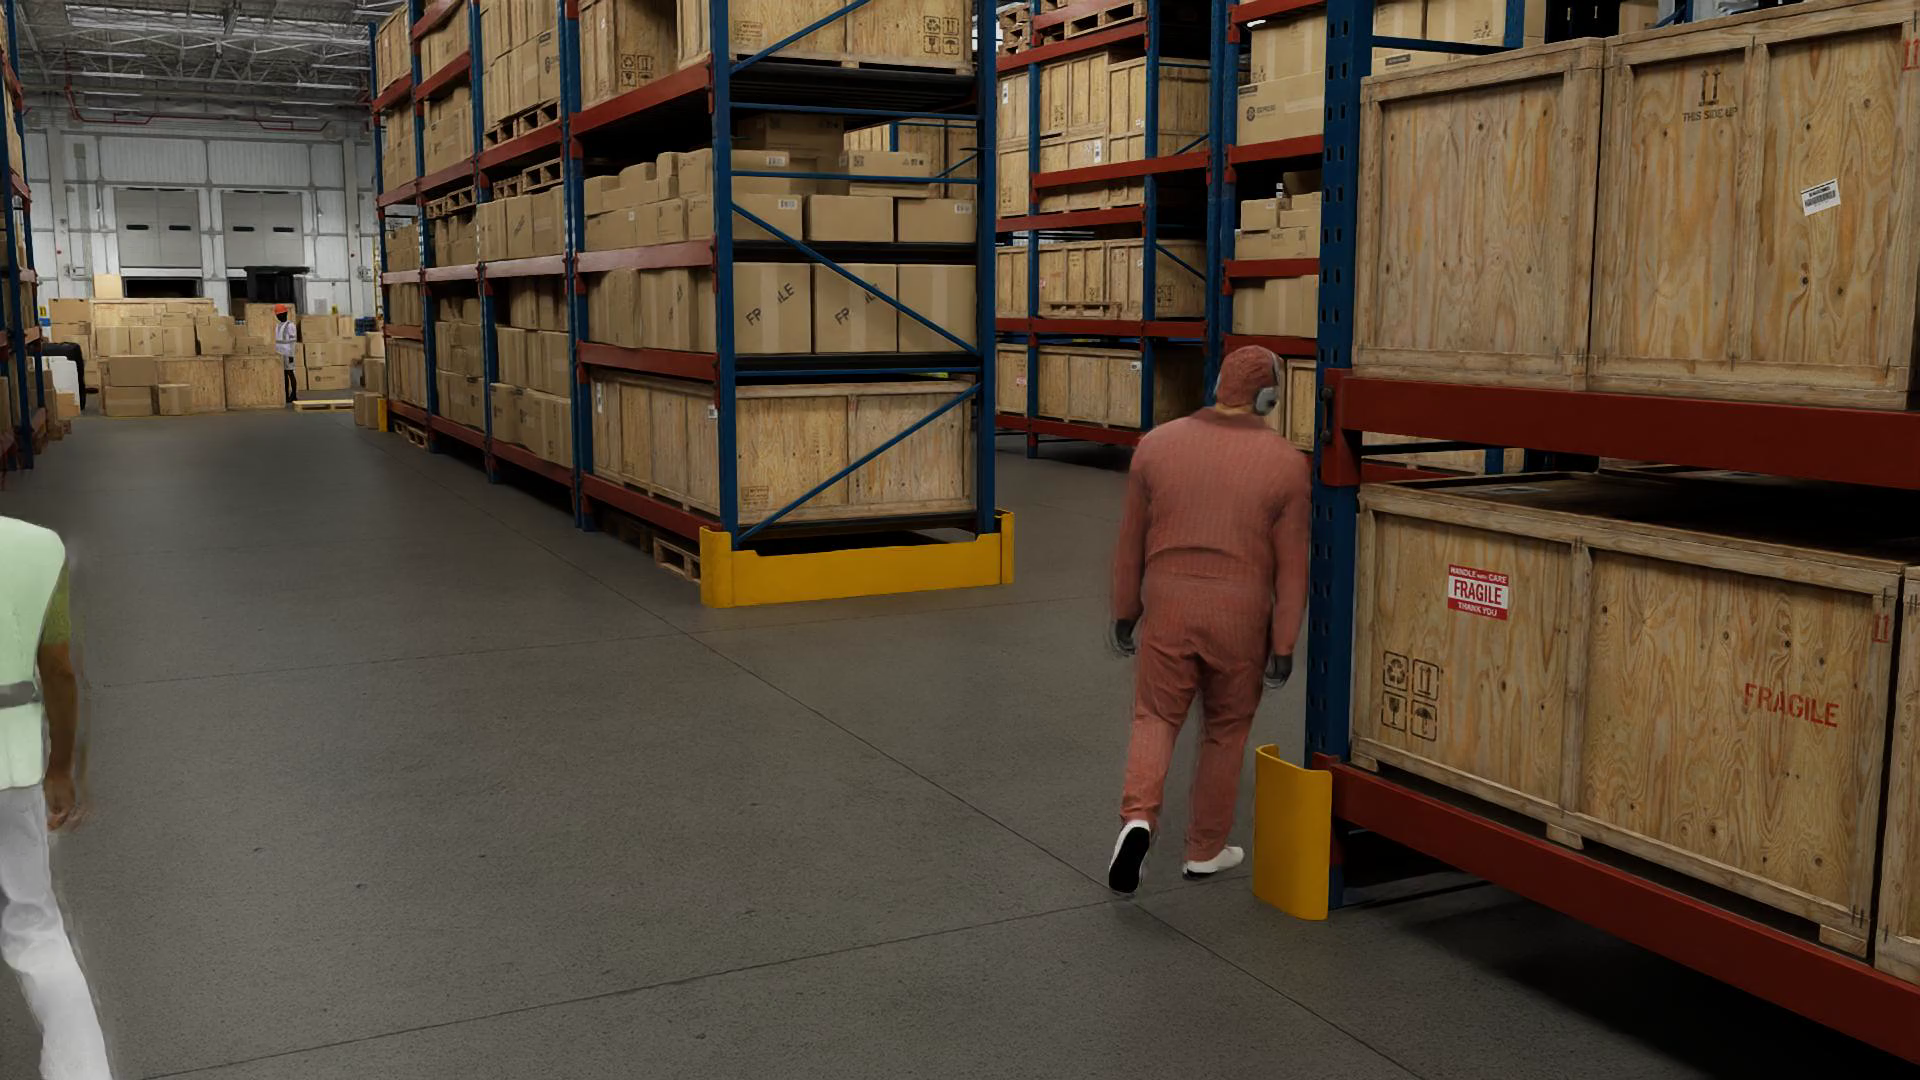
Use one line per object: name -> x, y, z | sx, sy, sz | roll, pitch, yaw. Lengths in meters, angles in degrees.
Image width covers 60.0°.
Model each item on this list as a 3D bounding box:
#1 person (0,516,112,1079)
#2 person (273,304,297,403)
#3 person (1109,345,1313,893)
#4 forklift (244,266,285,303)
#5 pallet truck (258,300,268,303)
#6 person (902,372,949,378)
person -> -2.308, 0.572, 3.840 | 0.914, 1.806, 0.588 | 7, 11, 40
person -> -13.159, -3.631, 32.390 | 0.542, 1.931, 0.366 | 6, 10, 36
person -> 0.819, 0.290, 5.582 | 0.699, 1.867, 0.733 | 4, 9, 23
forklift -> -17.121, -5.368, 41.102 | 1.873, 2.768, 1.129 | 5, 10, 30
pallet truck -> -23.913, -7.404, 58.171 | 1.885, 1.965, 0.823 | -1, 8, -9
person -> -0.314, -1.072, 15.562 | 0.530, 1.690, 0.319 | 5, 10, 32
